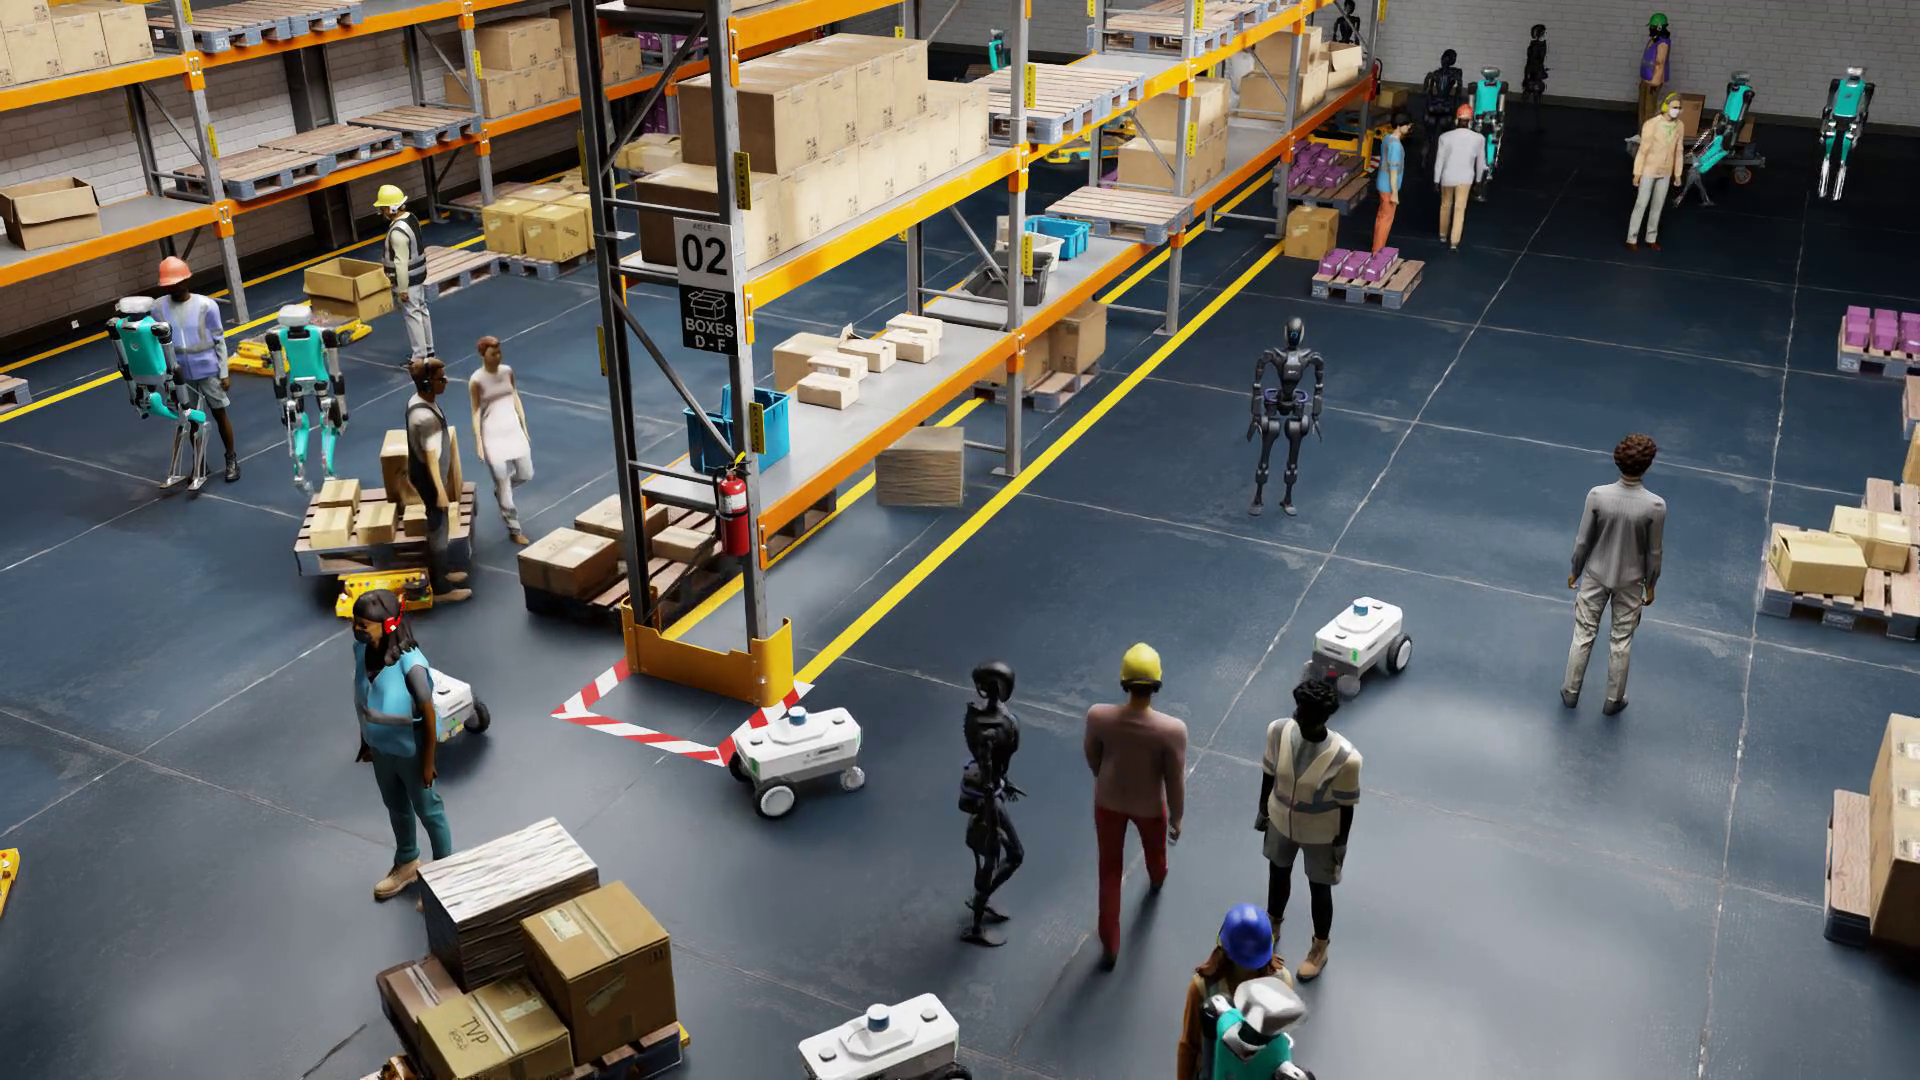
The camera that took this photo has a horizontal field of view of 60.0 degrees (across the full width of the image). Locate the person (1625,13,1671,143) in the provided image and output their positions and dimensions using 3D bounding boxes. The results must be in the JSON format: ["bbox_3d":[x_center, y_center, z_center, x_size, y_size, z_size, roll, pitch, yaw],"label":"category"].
[{"bbox_3d":[10.296,-6.849,24.757,0.431,1.919,0.549,1,26,2],"label":"person"}]

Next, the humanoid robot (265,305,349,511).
[{"bbox_3d":[-5.046,-0.912,12.909,0.533,1.747,0.711,-4,27,-7],"label":"humanoid robot"}]

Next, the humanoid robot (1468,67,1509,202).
[{"bbox_3d":[6.890,-5.182,21.642,0.531,1.785,0.902,-3,26,-6],"label":"humanoid robot"}]

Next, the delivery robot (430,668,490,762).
[{"bbox_3d":[-3.372,1.025,10.408,0.815,0.614,0.499,16,30,28],"label":"delivery robot"}]

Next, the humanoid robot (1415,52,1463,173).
[{"bbox_3d":[6.678,-5.950,23.211,0.587,1.643,0.394,8,27,16],"label":"humanoid robot"}]

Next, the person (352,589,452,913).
[{"bbox_3d":[-2.950,1.098,8.762,0.519,1.866,0.391,13,29,24],"label":"person"}]

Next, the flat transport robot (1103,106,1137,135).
[{"bbox_3d":[2.182,-6.525,25.959,1.431,0.231,0.659,10,28,19],"label":"flat transport robot"}]

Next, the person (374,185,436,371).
[{"bbox_3d":[-5.390,-2.553,16.189,0.403,1.825,0.589,-2,26,-4],"label":"person"}]

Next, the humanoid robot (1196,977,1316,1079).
[{"bbox_3d":[1.236,2.375,6.389,0.698,1.851,0.554,-16,30,-29],"label":"humanoid robot"}]

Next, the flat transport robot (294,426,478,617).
[{"bbox_3d":[-4.254,0.144,12.488,0.659,0.231,1.431,-5,27,-10],"label":"flat transport robot"}]

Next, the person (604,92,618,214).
[{"bbox_3d":[-4.585,-5.085,21.273,0.374,1.843,0.567,-3,26,-6],"label":"person"}]

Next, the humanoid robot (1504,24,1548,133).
[{"bbox_3d":[8.743,-7.044,25.447,0.717,1.635,0.589,-3,26,-5],"label":"humanoid robot"}]

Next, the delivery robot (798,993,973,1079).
[{"bbox_3d":[-0.360,2.386,7.628,0.789,0.587,0.499,-14,30,-26],"label":"delivery robot"}]

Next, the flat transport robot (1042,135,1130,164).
[{"bbox_3d":[1.882,-5.707,24.306,1.431,0.231,0.659,-7,27,-14],"label":"flat transport robot"}]

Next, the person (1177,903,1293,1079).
[{"bbox_3d":[1.097,2.185,6.661,0.480,1.777,0.308,-4,27,-8],"label":"person"}]

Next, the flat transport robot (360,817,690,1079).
[{"bbox_3d":[-2.066,2.443,7.843,1.431,0.231,0.659,-18,32,-32],"label":"flat transport robot"}]

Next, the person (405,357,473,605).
[{"bbox_3d":[-3.740,-0.425,11.878,0.360,1.836,0.504,-10,28,-19],"label":"person"}]

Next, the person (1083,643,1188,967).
[{"bbox_3d":[0.897,1.281,8.562,0.541,1.718,0.918,5,27,11],"label":"person"}]

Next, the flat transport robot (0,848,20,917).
[{"bbox_3d":[-5.370,2.065,8.607,0.659,0.231,1.431,-8,27,-16],"label":"flat transport robot"}]

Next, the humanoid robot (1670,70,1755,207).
[{"bbox_3d":[9.683,-5.149,21.586,0.876,1.832,0.548,-2,26,-4],"label":"humanoid robot"}]

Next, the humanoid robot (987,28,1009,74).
[{"bbox_3d":[0.870,-6.665,24.615,0.940,1.796,0.553,-5,27,-9],"label":"humanoid robot"}]

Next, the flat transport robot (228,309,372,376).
[{"bbox_3d":[-6.696,-2.005,16.828,0.659,0.231,1.431,10,28,19],"label":"flat transport robot"}]

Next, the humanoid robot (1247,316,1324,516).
[{"bbox_3d":[2.578,-0.975,13.143,0.599,1.657,0.315,1,26,2],"label":"humanoid robot"}]

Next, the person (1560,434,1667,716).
[{"bbox_3d":[4.113,0.235,10.470,0.532,1.898,0.395,12,29,23],"label":"person"}]

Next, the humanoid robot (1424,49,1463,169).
[{"bbox_3d":[6.818,-6.102,23.508,0.607,1.648,0.309,-11,28,-21],"label":"humanoid robot"}]

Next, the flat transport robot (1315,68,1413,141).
[{"bbox_3d":[6.197,-6.386,25.677,1.431,0.231,0.659,21,33,36],"label":"flat transport robot"}]

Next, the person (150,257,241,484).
[{"bbox_3d":[-6.310,-1.388,13.704,0.550,1.935,0.369,-4,27,-7],"label":"person"}]

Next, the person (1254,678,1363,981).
[{"bbox_3d":[1.714,1.423,8.304,0.535,1.691,0.318,21,33,36],"label":"person"}]

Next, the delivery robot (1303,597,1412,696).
[{"bbox_3d":[2.650,0.666,11.110,0.529,0.594,0.766,20,33,34],"label":"delivery robot"}]

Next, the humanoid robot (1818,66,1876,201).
[{"bbox_3d":[11.686,-5.376,22.019,0.549,1.823,0.663,16,31,30],"label":"humanoid robot"}]

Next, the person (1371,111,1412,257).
[{"bbox_3d":[5.038,-4.133,19.450,0.332,1.757,0.507,2,26,4],"label":"person"}]

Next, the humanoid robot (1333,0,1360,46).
[{"bbox_3d":[6.370,-8.081,27.512,0.588,1.654,0.326,-14,29,-26],"label":"humanoid robot"}]

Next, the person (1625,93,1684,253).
[{"bbox_3d":[8.312,-4.391,19.849,0.582,1.870,0.457,-6,27,-11],"label":"person"}]

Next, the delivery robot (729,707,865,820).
[{"bbox_3d":[-0.968,1.267,9.882,0.768,0.581,0.499,-12,29,-23],"label":"delivery robot"}]

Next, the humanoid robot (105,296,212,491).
[{"bbox_3d":[-6.377,-1.238,13.469,0.533,1.681,0.735,5,27,9],"label":"humanoid robot"}]

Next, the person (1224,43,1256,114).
[{"bbox_3d":[4.026,-6.325,23.735,0.659,1.878,0.655,11,28,21],"label":"person"}]

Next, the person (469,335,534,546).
[{"bbox_3d":[-3.549,-0.794,12.825,0.595,1.645,0.475,22,34,38],"label":"person"}]

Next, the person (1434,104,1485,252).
[{"bbox_3d":[5.970,-4.348,19.937,0.575,1.709,0.883,6,27,12],"label":"person"}]

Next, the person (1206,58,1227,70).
[{"bbox_3d":[4.196,-7.661,26.520,0.590,1.810,0.459,-3,27,-7],"label":"person"}]

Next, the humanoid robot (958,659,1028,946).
[{"bbox_3d":[0.170,1.345,8.468,0.332,1.650,0.599,3,26,6],"label":"humanoid robot"}]
